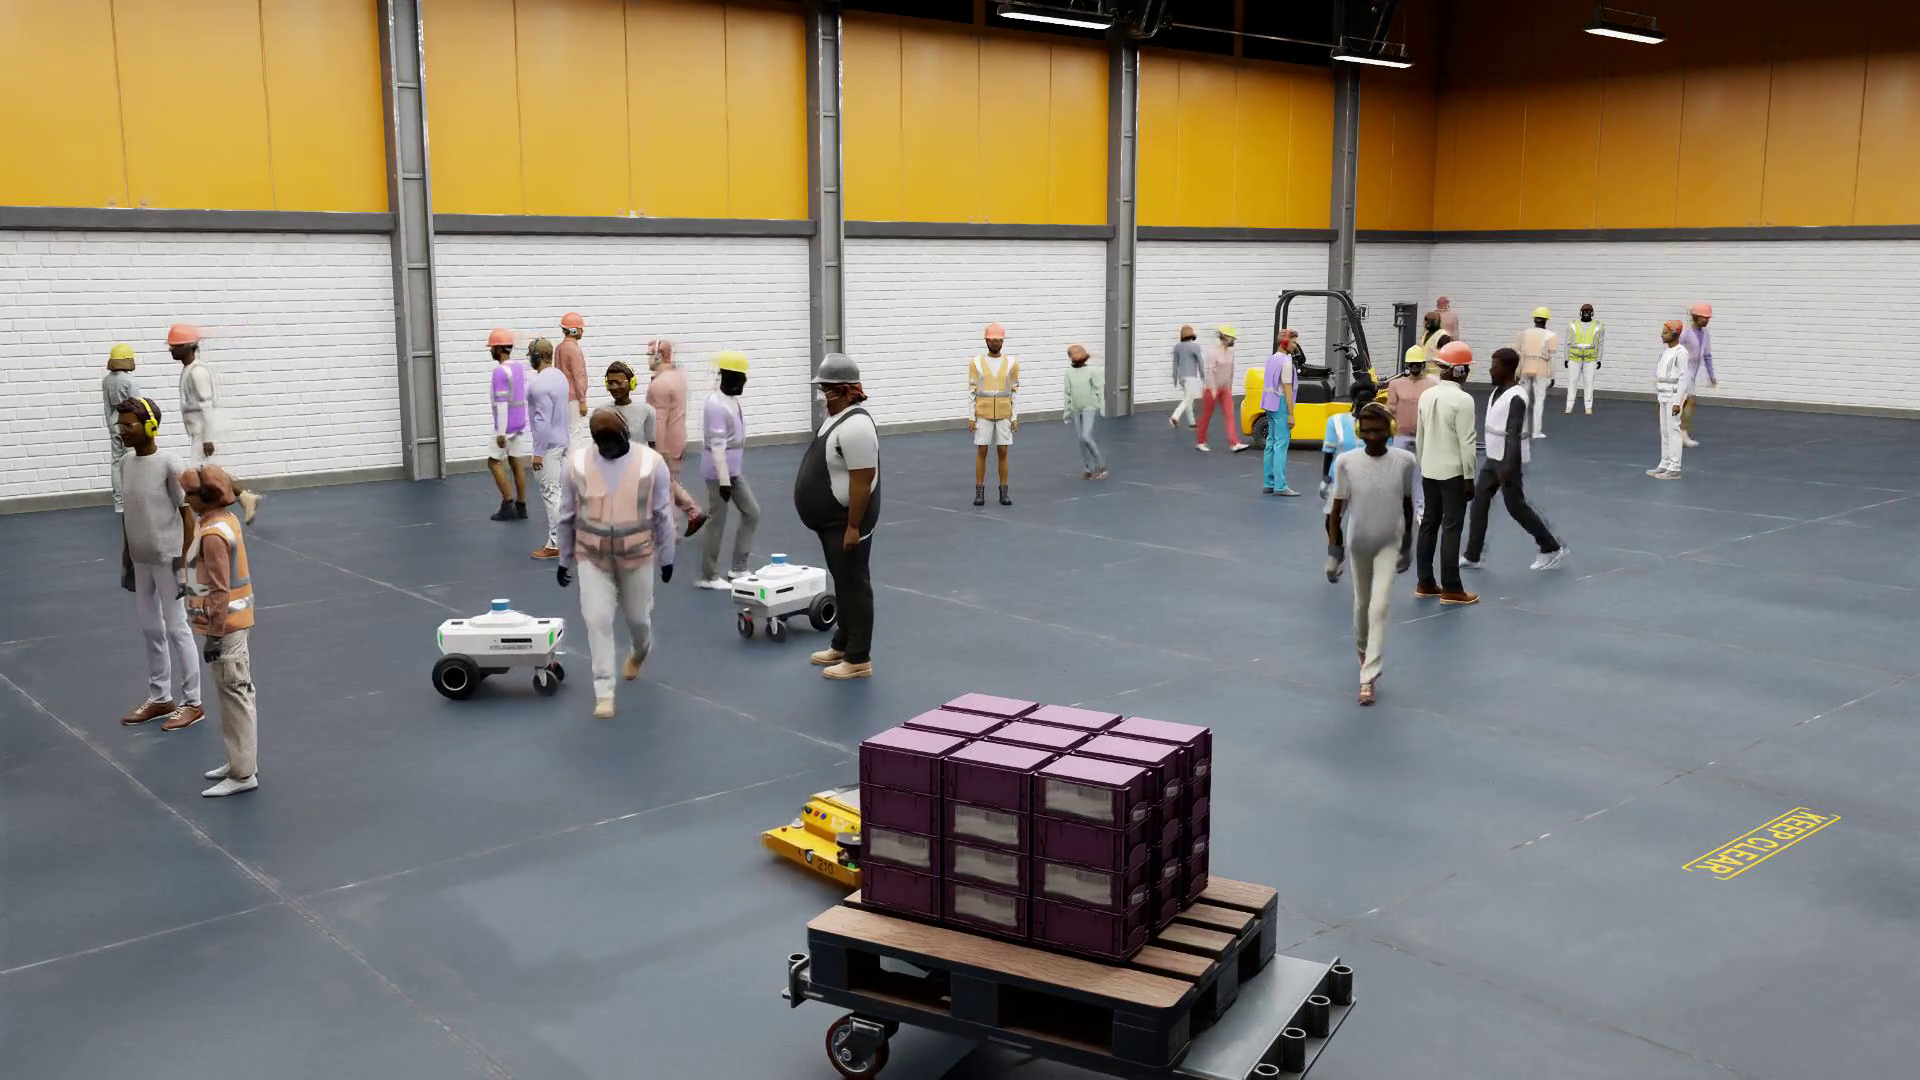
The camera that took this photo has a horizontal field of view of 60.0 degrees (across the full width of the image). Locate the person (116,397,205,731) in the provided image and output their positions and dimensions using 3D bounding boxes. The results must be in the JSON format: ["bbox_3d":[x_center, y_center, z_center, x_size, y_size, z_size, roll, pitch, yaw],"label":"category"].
[{"bbox_3d":[-4.488,0.131,9.282,0.523,1.867,0.317,5,11,25],"label":"person"}]

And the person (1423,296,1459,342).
[{"bbox_3d":[8.759,-3.474,30.270,0.641,1.909,0.409,5,11,28],"label":"person"}]

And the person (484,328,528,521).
[{"bbox_3d":[-4.545,-1.148,16.609,0.397,1.930,0.555,2,10,12],"label":"person"}]

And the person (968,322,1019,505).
[{"bbox_3d":[0.357,-1.331,17.622,0.545,1.942,0.350,-1,10,-4],"label":"person"}]

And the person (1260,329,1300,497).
[{"bbox_3d":[3.517,-1.399,18.326,0.388,1.837,0.564,-2,10,-13],"label":"person"}]

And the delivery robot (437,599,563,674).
[{"bbox_3d":[-2.778,0.602,10.086,0.707,0.478,0.477,-1,10,-3],"label":"delivery robot"}]

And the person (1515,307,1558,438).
[{"bbox_3d":[8.374,-2.428,24.170,0.597,1.914,0.436,8,12,39],"label":"person"}]

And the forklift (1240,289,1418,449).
[{"bbox_3d":[5.034,-2.339,22.783,2.313,2.155,1.214,3,10,16],"label":"forklift"}]

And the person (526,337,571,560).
[{"bbox_3d":[-3.577,-0.795,14.494,0.350,1.936,0.635,1,10,5],"label":"person"}]

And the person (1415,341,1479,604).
[{"bbox_3d":[3.717,-0.511,12.666,0.378,1.995,0.609,-4,11,-23],"label":"person"}]

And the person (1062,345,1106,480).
[{"bbox_3d":[1.467,-1.495,19.603,0.366,1.598,0.588,-9,13,-43],"label":"person"}]

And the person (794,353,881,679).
[{"bbox_3d":[-0.769,-0.155,10.448,0.536,2.000,0.681,-2,10,-13],"label":"person"}]

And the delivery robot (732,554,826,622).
[{"bbox_3d":[-1.264,0.340,11.617,0.477,0.478,0.707,7,12,36],"label":"delivery robot"}]

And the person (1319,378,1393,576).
[{"bbox_3d":[3.133,-0.447,13.163,0.571,1.688,0.508,2,10,14],"label":"person"}]

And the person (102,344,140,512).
[{"bbox_3d":[-8.559,-1.143,17.100,0.483,1.745,0.300,4,11,24],"label":"person"}]

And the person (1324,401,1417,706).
[{"bbox_3d":[2.492,0.032,10.133,0.528,1.790,1.043,3,10,14],"label":"person"}]

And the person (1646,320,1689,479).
[{"bbox_3d":[8.416,-1.657,19.696,0.337,1.882,0.583,1,10,5],"label":"person"}]

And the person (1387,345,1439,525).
[{"bbox_3d":[4.440,-1.022,16.327,0.525,1.769,0.313,2,10,13],"label":"person"}]

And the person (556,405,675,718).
[{"bbox_3d":[-2.006,0.085,9.763,0.679,1.799,0.780,-1,10,-7],"label":"person"}]

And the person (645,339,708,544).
[{"bbox_3d":[-2.663,-0.890,15.206,0.472,1.892,0.645,1,10,4],"label":"person"}]

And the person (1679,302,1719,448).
[{"bbox_3d":[10.084,-2.259,22.866,0.609,2.002,0.772,-7,12,-35],"label":"person"}]

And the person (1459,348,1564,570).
[{"bbox_3d":[4.622,-0.672,13.942,0.933,1.888,0.601,0,10,0],"label":"person"}]

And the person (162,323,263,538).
[{"bbox_3d":[-7.037,-1.031,15.657,0.745,2.023,0.617,-6,12,-33],"label":"person"}]

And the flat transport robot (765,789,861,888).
[{"bbox_3d":[-0.111,1.226,7.533,1.431,0.197,0.652,-8,13,-41],"label":"flat transport robot"}]

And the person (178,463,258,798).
[{"bbox_3d":[-3.625,0.434,8.172,0.309,1.640,0.513,-3,10,-19],"label":"person"}]

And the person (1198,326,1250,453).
[{"bbox_3d":[3.518,-2.003,22.253,0.561,1.695,0.916,-7,12,-34],"label":"person"}]

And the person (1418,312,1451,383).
[{"bbox_3d":[6.831,-2.421,24.343,0.572,1.820,0.642,-2,10,-10],"label":"person"}]

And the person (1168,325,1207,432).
[{"bbox_3d":[3.401,-2.449,25.122,0.744,1.607,0.509,-8,12,-38],"label":"person"}]

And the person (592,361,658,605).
[{"bbox_3d":[-2.494,-0.402,12.395,0.535,1.868,0.309,1,10,3],"label":"person"}]

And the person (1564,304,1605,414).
[{"bbox_3d":[10.413,-3.019,27.791,0.627,1.847,0.429,4,10,21],"label":"person"}]

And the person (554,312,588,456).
[{"bbox_3d":[-4.452,-1.622,19.163,0.382,1.996,0.608,-7,12,-35],"label":"person"}]

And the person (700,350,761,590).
[{"bbox_3d":[-1.777,-0.537,13.091,0.660,1.895,0.624,1,10,8],"label":"person"}]
